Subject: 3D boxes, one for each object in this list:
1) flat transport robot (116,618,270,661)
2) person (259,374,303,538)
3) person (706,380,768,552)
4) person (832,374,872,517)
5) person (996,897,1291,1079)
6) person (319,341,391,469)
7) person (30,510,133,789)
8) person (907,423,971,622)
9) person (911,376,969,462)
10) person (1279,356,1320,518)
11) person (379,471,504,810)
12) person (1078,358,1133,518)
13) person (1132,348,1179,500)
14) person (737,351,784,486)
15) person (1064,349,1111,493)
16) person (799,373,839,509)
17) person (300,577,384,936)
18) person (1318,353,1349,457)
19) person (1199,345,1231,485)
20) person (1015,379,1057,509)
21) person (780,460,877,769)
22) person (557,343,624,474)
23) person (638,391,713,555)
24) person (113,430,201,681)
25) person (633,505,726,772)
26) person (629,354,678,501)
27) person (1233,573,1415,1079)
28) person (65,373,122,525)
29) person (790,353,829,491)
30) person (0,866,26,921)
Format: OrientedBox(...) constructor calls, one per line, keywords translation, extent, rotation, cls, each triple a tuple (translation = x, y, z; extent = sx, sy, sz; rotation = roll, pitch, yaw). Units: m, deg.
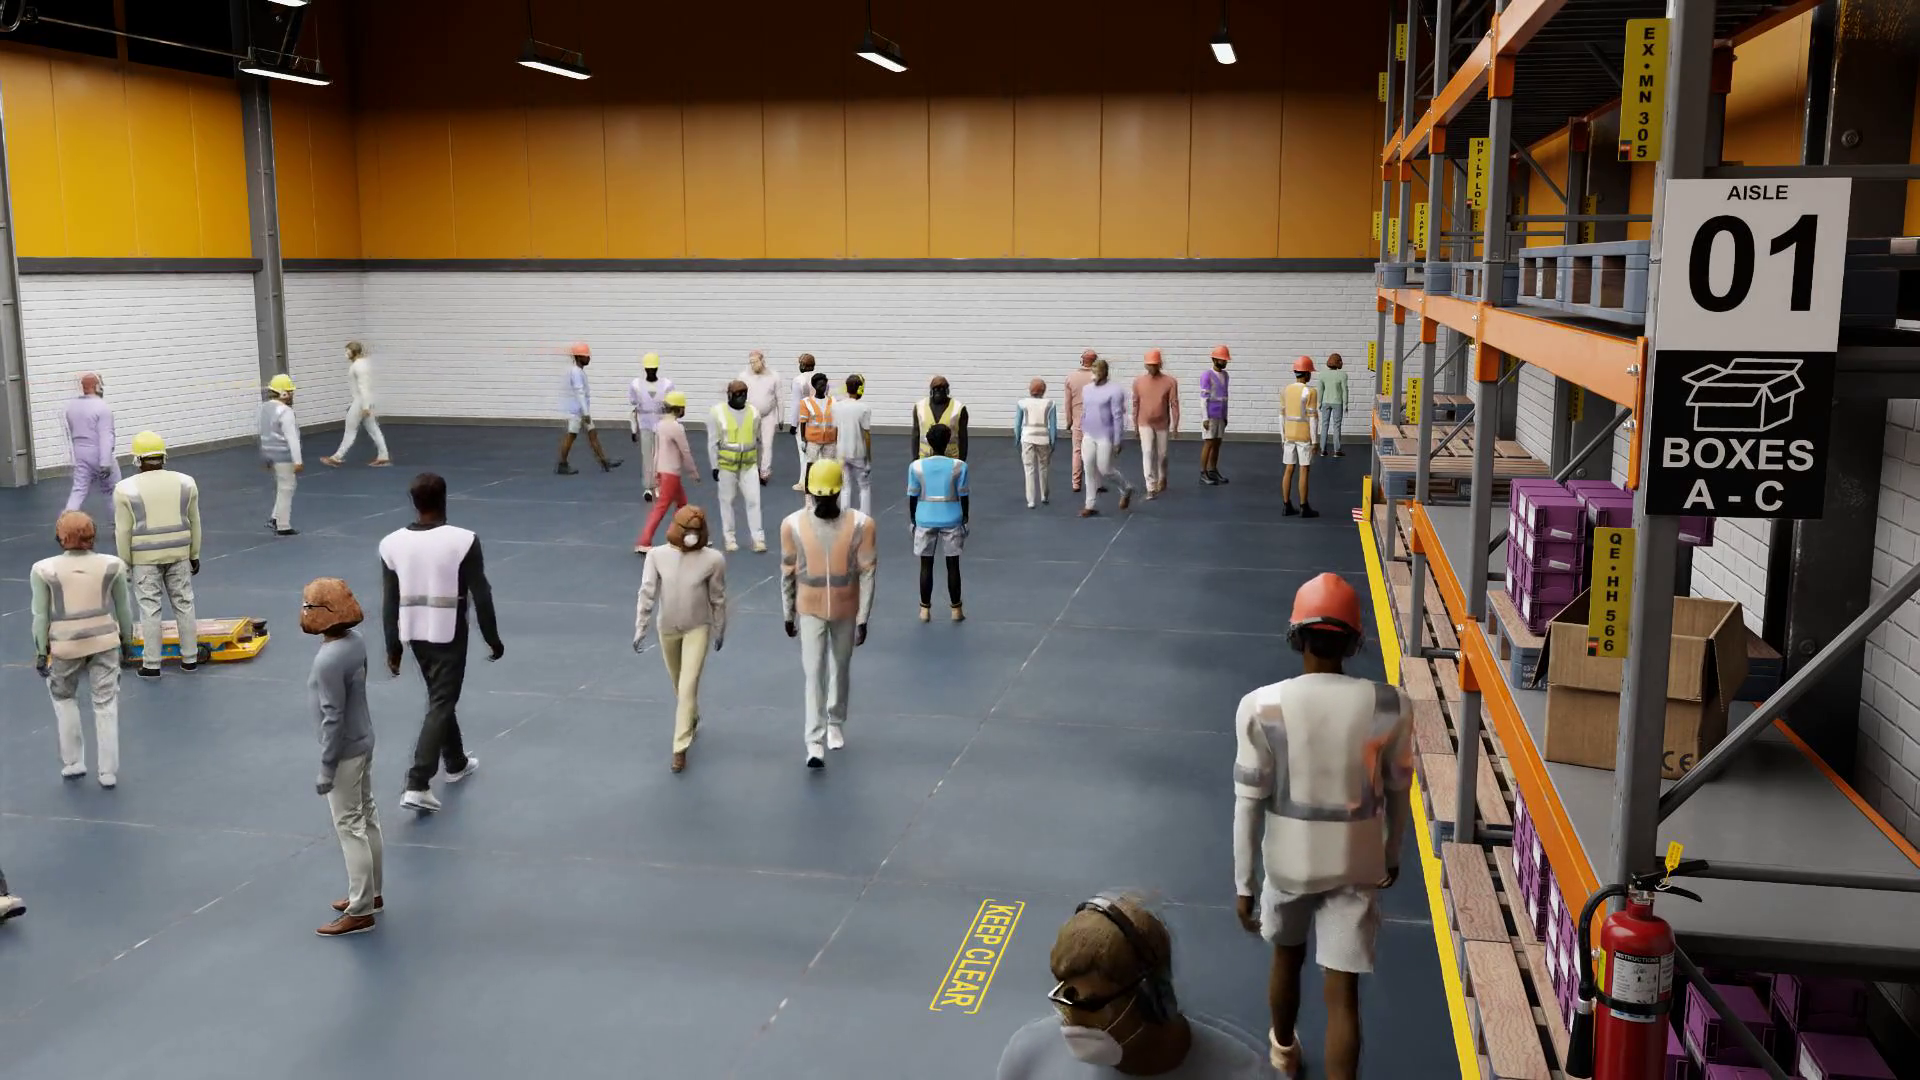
OrientedBox(translation=(-6.148, 0.781, 12.832), extent=(1.431, 0.197, 0.652), rotation=(-2, 10, -12), cls="flat transport robot")
OrientedBox(translation=(-7.506, -0.926, 18.464), extent=(0.617, 1.816, 0.422), rotation=(8, 13, 41), cls="person")
OrientedBox(translation=(-2.312, -0.757, 17.447), extent=(0.645, 1.815, 0.723), rotation=(-4, 10, -25), cls="person")
OrientedBox(translation=(-1.157, -0.900, 18.251), extent=(0.483, 1.836, 0.662), rotation=(3, 10, 16), cls="person")
OrientedBox(translation=(0.341, 1.580, 3.119), extent=(0.674, 1.909, 0.482), rotation=(5, 11, 29), cls="person")
OrientedBox(translation=(-9.026, -2.005, 24.753), extent=(1.035, 1.879, 0.647), rotation=(-3, 10, -18), cls="person")
OrientedBox(translation=(-5.109, 0.627, 9.692), extent=(0.538, 1.619, 0.568), rotation=(-7, 12, -36), cls="person")
OrientedBox(translation=(-0.175, -0.141, 14.098), extent=(0.540, 1.696, 0.317), rotation=(0, 9, 2), cls="person")
OrientedBox(translation=(-0.224, -0.891, 18.289), extent=(0.633, 1.820, 0.436), rotation=(2, 10, 10), cls="person")
OrientedBox(translation=(4.086, -1.235, 19.960), extent=(0.369, 1.939, 0.542), rotation=(-7, 12, -38), cls="person")
OrientedBox(translation=(-2.977, 0.551, 9.415), extent=(0.604, 1.876, 0.996), rotation=(2, 10, 14), cls="person")
OrientedBox(translation=(1.742, -1.233, 20.023), extent=(0.738, 1.919, 0.633), rotation=(-9, 13, -42), cls="person")
OrientedBox(translation=(2.553, -1.537, 21.753), extent=(0.616, 1.959, 0.884), rotation=(1, 9, 7), cls="person")
OrientedBox(translation=(-2.768, -1.690, 23.032), extent=(0.642, 1.840, 1.072), rotation=(1, 9, 3), cls="person")
OrientedBox(translation=(1.720, -1.580, 22.117), extent=(0.651, 1.913, 0.410), rotation=(3, 10, 17), cls="person")
OrientedBox(translation=(-1.735, -1.228, 20.641), extent=(0.541, 1.696, 0.316), rotation=(-4, 10, -24), cls="person")
OrientedBox(translation=(-2.812, 0.975, 7.562), extent=(0.281, 1.634, 0.498), rotation=(-1, 9, -4), cls="person")
OrientedBox(translation=(5.893, -2.130, 26.272), extent=(0.508, 1.632, 0.264), rotation=(7, 12, 37), cls="person")
OrientedBox(translation=(3.540, -1.721, 22.940), extent=(0.555, 1.926, 0.413), rotation=(-8, 13, -42), cls="person")
OrientedBox(translation=(0.949, -1.219, 20.876), extent=(0.524, 1.596, 0.841), rotation=(1, 9, 3), cls="person")
OrientedBox(translation=(-0.800, 0.435, 10.119), extent=(0.581, 1.863, 0.960), rotation=(-1, 9, -4), cls="person")
OrientedBox(translation=(-5.383, -1.882, 23.993), extent=(0.987, 1.883, 0.574), rotation=(-1, 9, -6), cls="person")
OrientedBox(translation=(-3.026, -0.703, 17.433), extent=(0.885, 1.716, 0.507), rotation=(-5, 11, -29), cls="person")
OrientedBox(translation=(-5.862, 0.109, 12.171), extent=(0.590, 1.837, 0.404), rotation=(-9, 13, -44), cls="person")
OrientedBox(translation=(-1.695, 0.555, 10.250), extent=(0.520, 1.586, 0.895), rotation=(1, 9, 6), cls="person")
OrientedBox(translation=(-3.931, -1.443, 21.388), extent=(0.610, 1.878, 0.978), rotation=(-2, 10, -12), cls="person")
OrientedBox(translation=(1.243, 1.109, 5.722), extent=(0.610, 1.993, 1.073), rotation=(2, 10, 9), cls="person")
OrientedBox(translation=(-9.487, -0.892, 18.162), extent=(0.648, 1.861, 0.992), rotation=(3, 10, 19), cls="person")
OrientedBox(translation=(-2.045, -1.583, 22.352), extent=(0.429, 1.845, 0.620), rotation=(8, 13, 41), cls="person")
OrientedBox(translation=(-4.741, 0.884, 7.639), extent=(0.982, 1.790, 0.534), rotation=(6, 11, 32), cls="person")
